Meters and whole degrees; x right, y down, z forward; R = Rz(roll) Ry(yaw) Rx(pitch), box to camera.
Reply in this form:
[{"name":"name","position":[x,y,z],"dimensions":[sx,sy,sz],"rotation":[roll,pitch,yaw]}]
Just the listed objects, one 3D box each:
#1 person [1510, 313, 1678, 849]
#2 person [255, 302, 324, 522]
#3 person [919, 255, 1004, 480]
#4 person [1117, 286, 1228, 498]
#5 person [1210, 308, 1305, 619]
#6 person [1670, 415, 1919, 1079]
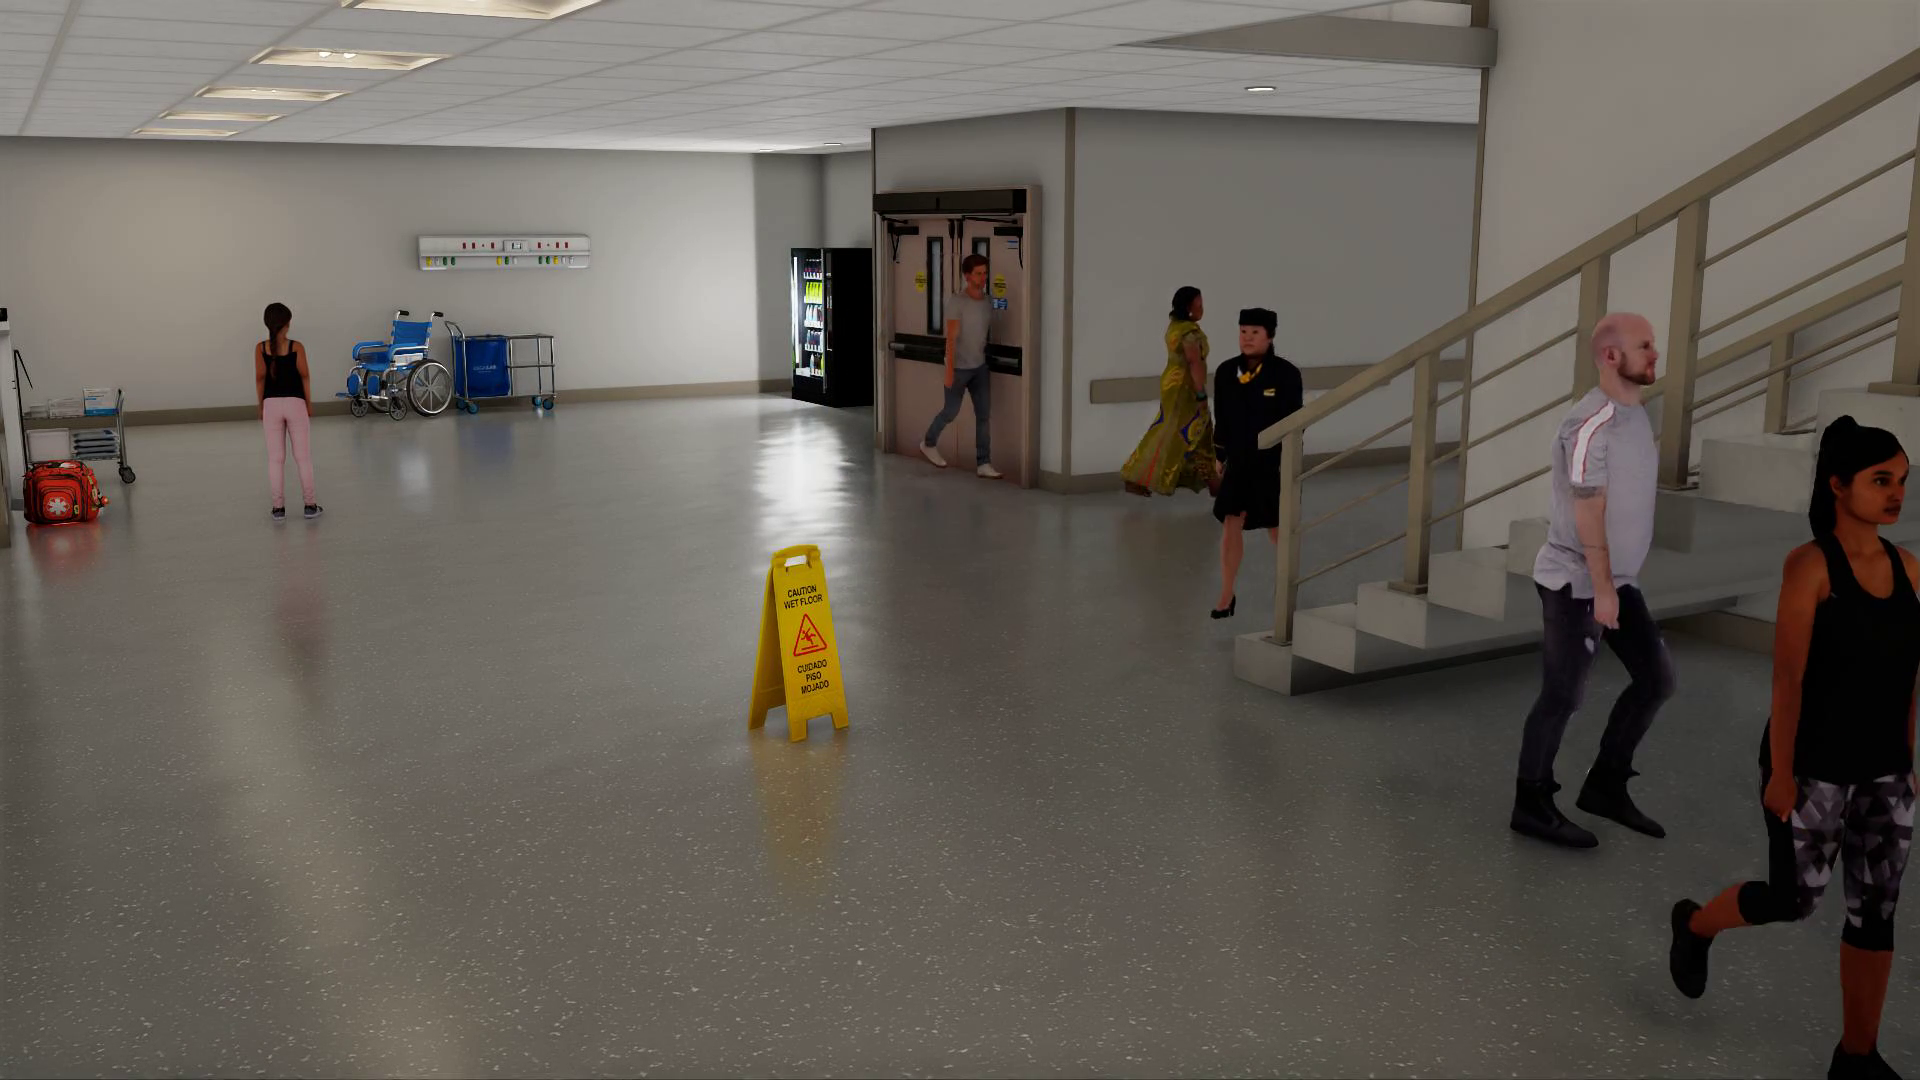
[{"name":"person","position":[2.085,0.140,5.694],"dimensions":[0.741,1.814,0.755],"rotation":[-10,15,-42]},{"name":"person","position":[-4.881,-0.934,12.028],"dimensions":[0.580,1.564,0.566],"rotation":[-3,11,-16]},{"name":"person","position":[-0.005,-1.411,13.842],"dimensions":[0.805,1.824,1.304],"rotation":[-9,14,-39]},{"name":"person","position":[1.607,-1.072,12.618],"dimensions":[1.119,1.614,1.266],"rotation":[-1,11,-5]},{"name":"person","position":[1.659,-0.399,9.015],"dimensions":[1.142,1.635,1.054],"rotation":[8,13,35]},{"name":"person","position":[2.106,0.529,4.105],"dimensions":[0.689,1.644,0.990],"rotation":[-4,12,-21]}]
